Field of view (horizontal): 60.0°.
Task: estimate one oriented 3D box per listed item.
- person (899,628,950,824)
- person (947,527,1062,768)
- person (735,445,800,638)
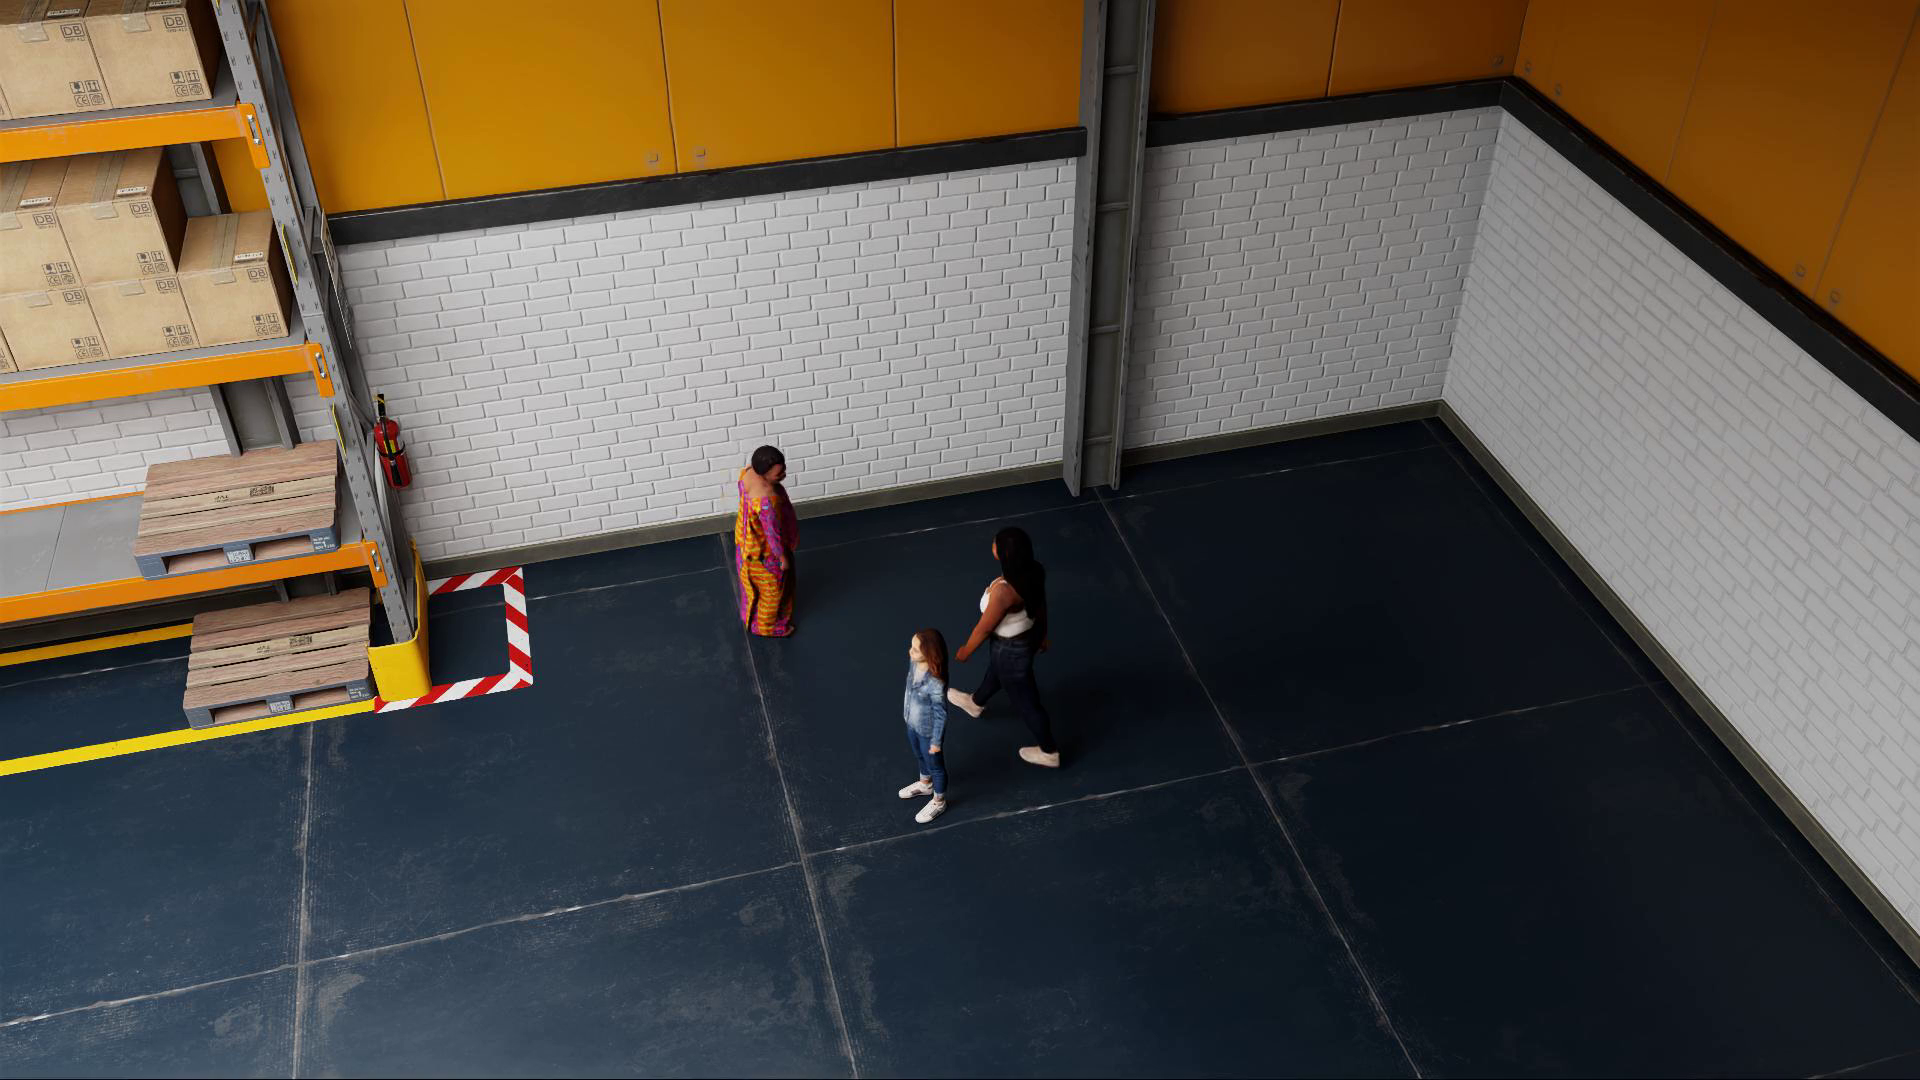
[{"bbox_3d":[-0.204,1.123,10.288,0.569,1.476,0.613,-18,42,-21],"label":"person"},{"bbox_3d":[0.443,0.734,10.548,1.216,1.759,1.120,17,42,20],"label":"person"},{"bbox_3d":[-1.391,-0.028,11.588,0.764,1.653,0.874,-25,45,-28],"label":"person"}]
